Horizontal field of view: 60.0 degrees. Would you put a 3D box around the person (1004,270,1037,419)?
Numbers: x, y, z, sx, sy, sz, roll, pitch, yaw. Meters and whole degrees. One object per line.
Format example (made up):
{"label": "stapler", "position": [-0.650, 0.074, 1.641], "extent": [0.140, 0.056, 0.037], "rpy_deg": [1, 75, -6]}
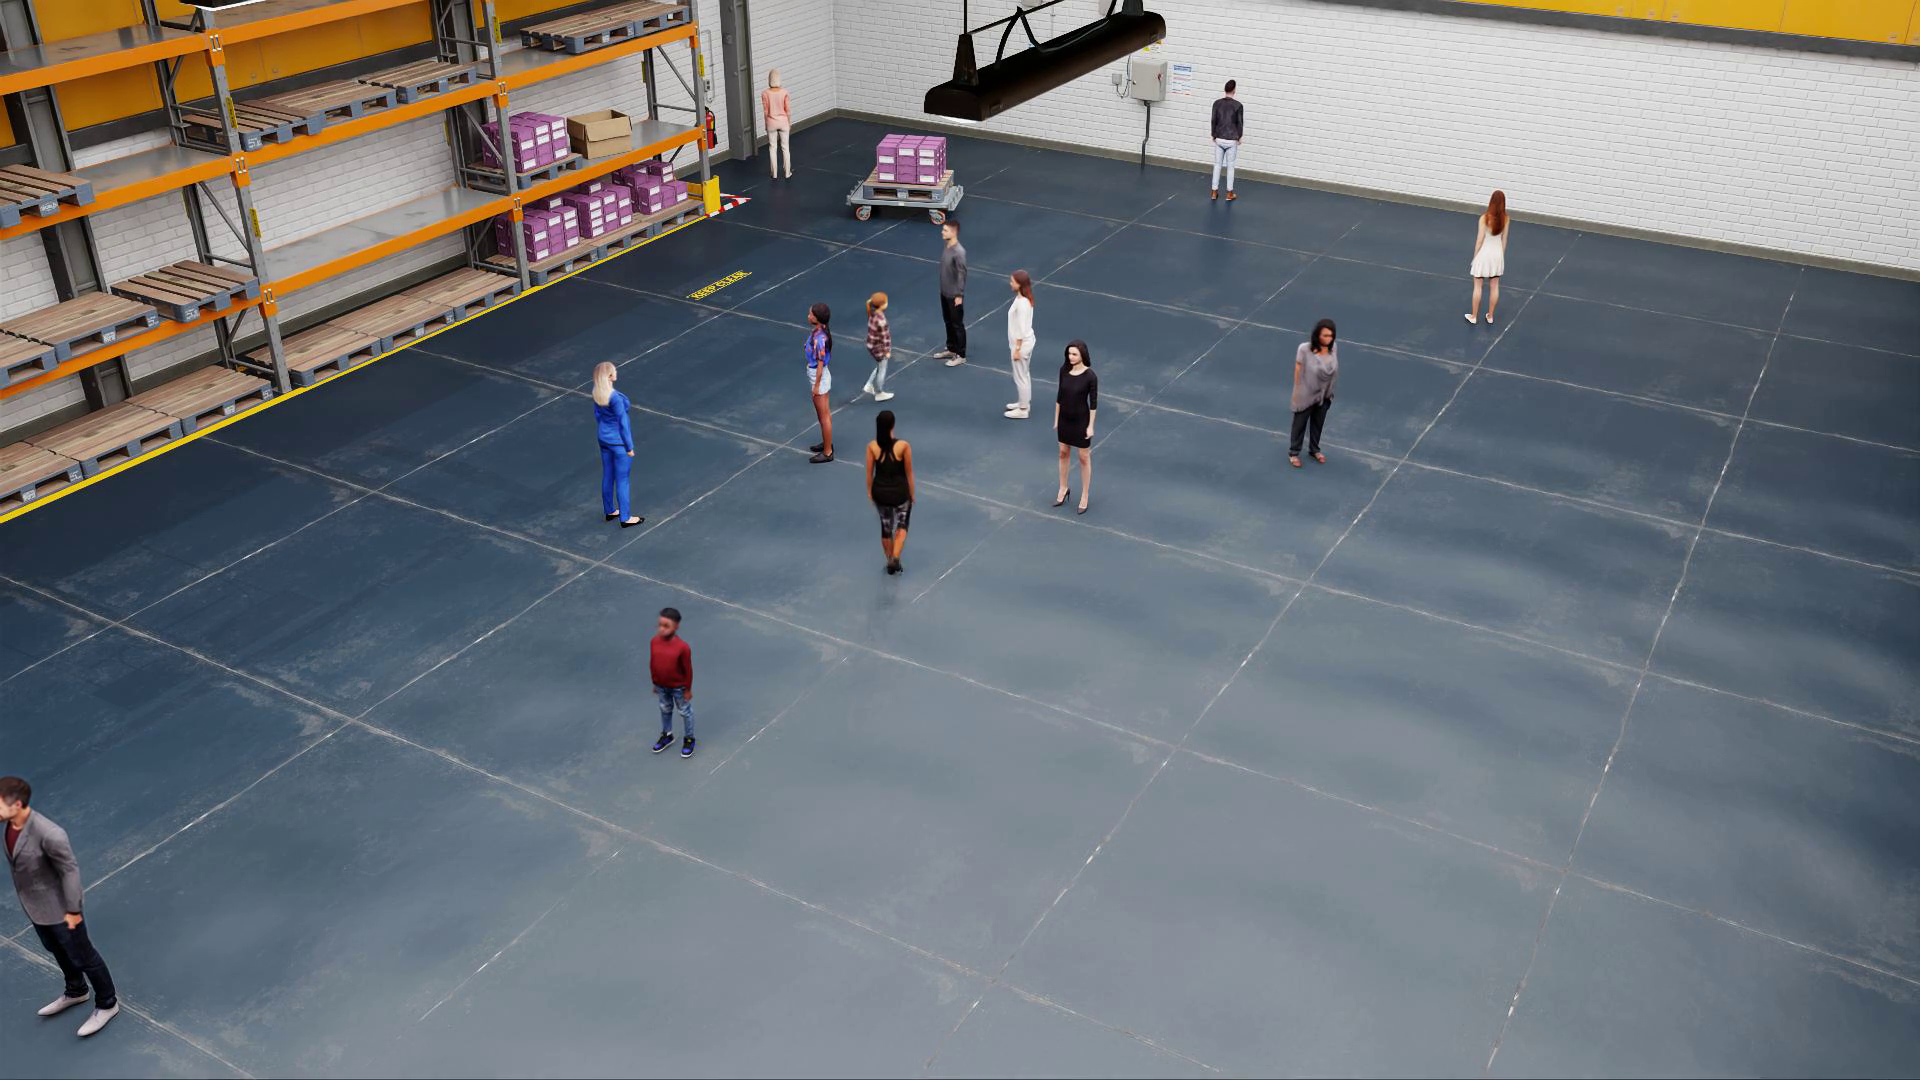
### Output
{"label": "person", "position": [0.692, -2.175, 18.413], "extent": [0.747, 1.688, 0.629], "rpy_deg": [2, 29, 4]}

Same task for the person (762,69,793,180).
{"label": "person", "position": [-2.921, -6.659, 26.593], "extent": [0.680, 1.725, 0.708], "rpy_deg": [-3, 29, -5]}

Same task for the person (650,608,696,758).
{"label": "person", "position": [-2.229, 1.085, 12.888], "extent": [0.539, 1.254, 0.544], "rpy_deg": [9, 30, 17]}

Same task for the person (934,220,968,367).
{"label": "person", "position": [-0.084, -2.949, 19.756], "extent": [0.718, 1.760, 0.700], "rpy_deg": [-13, 31, -23]}

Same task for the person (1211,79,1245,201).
{"label": "person", "position": [4.091, -6.140, 25.526], "extent": [0.674, 1.837, 0.571], "rpy_deg": [12, 31, 21]}

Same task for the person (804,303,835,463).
{"label": "person", "position": [-1.458, -1.663, 17.416], "extent": [0.730, 1.743, 0.628], "rpy_deg": [-1, 29, -3]}

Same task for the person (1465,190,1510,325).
{"label": "person", "position": [6.664, -3.565, 20.935], "extent": [0.647, 1.711, 0.677], "rpy_deg": [-1, 29, -1]}

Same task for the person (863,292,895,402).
{"label": "person", "position": [-0.975, -2.178, 18.825], "extent": [0.706, 1.298, 0.654], "rpy_deg": [-13, 31, -22]}

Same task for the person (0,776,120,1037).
{"label": "person", "position": [-5.568, 2.208, 10.185], "extent": [0.674, 1.871, 0.557], "rpy_deg": [15, 32, 26]}

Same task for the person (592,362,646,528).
{"label": "person", "position": [-3.360, -0.939, 16.133], "extent": [0.677, 1.701, 0.628], "rpy_deg": [25, 37, 37]}

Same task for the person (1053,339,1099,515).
{"label": "person", "position": [1.138, -1.128, 16.368], "extent": [0.614, 1.807, 0.520], "rpy_deg": [20, 34, 32]}

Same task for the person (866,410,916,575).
{"label": "person", "position": [-0.639, -0.399, 15.191], "extent": [0.723, 1.656, 0.777], "rpy_deg": [4, 29, 7]}

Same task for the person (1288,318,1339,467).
{"label": "person", "position": [3.697, -1.576, 17.393], "extent": [0.771, 1.614, 0.836], "rpy_deg": [-9, 30, -17]}
